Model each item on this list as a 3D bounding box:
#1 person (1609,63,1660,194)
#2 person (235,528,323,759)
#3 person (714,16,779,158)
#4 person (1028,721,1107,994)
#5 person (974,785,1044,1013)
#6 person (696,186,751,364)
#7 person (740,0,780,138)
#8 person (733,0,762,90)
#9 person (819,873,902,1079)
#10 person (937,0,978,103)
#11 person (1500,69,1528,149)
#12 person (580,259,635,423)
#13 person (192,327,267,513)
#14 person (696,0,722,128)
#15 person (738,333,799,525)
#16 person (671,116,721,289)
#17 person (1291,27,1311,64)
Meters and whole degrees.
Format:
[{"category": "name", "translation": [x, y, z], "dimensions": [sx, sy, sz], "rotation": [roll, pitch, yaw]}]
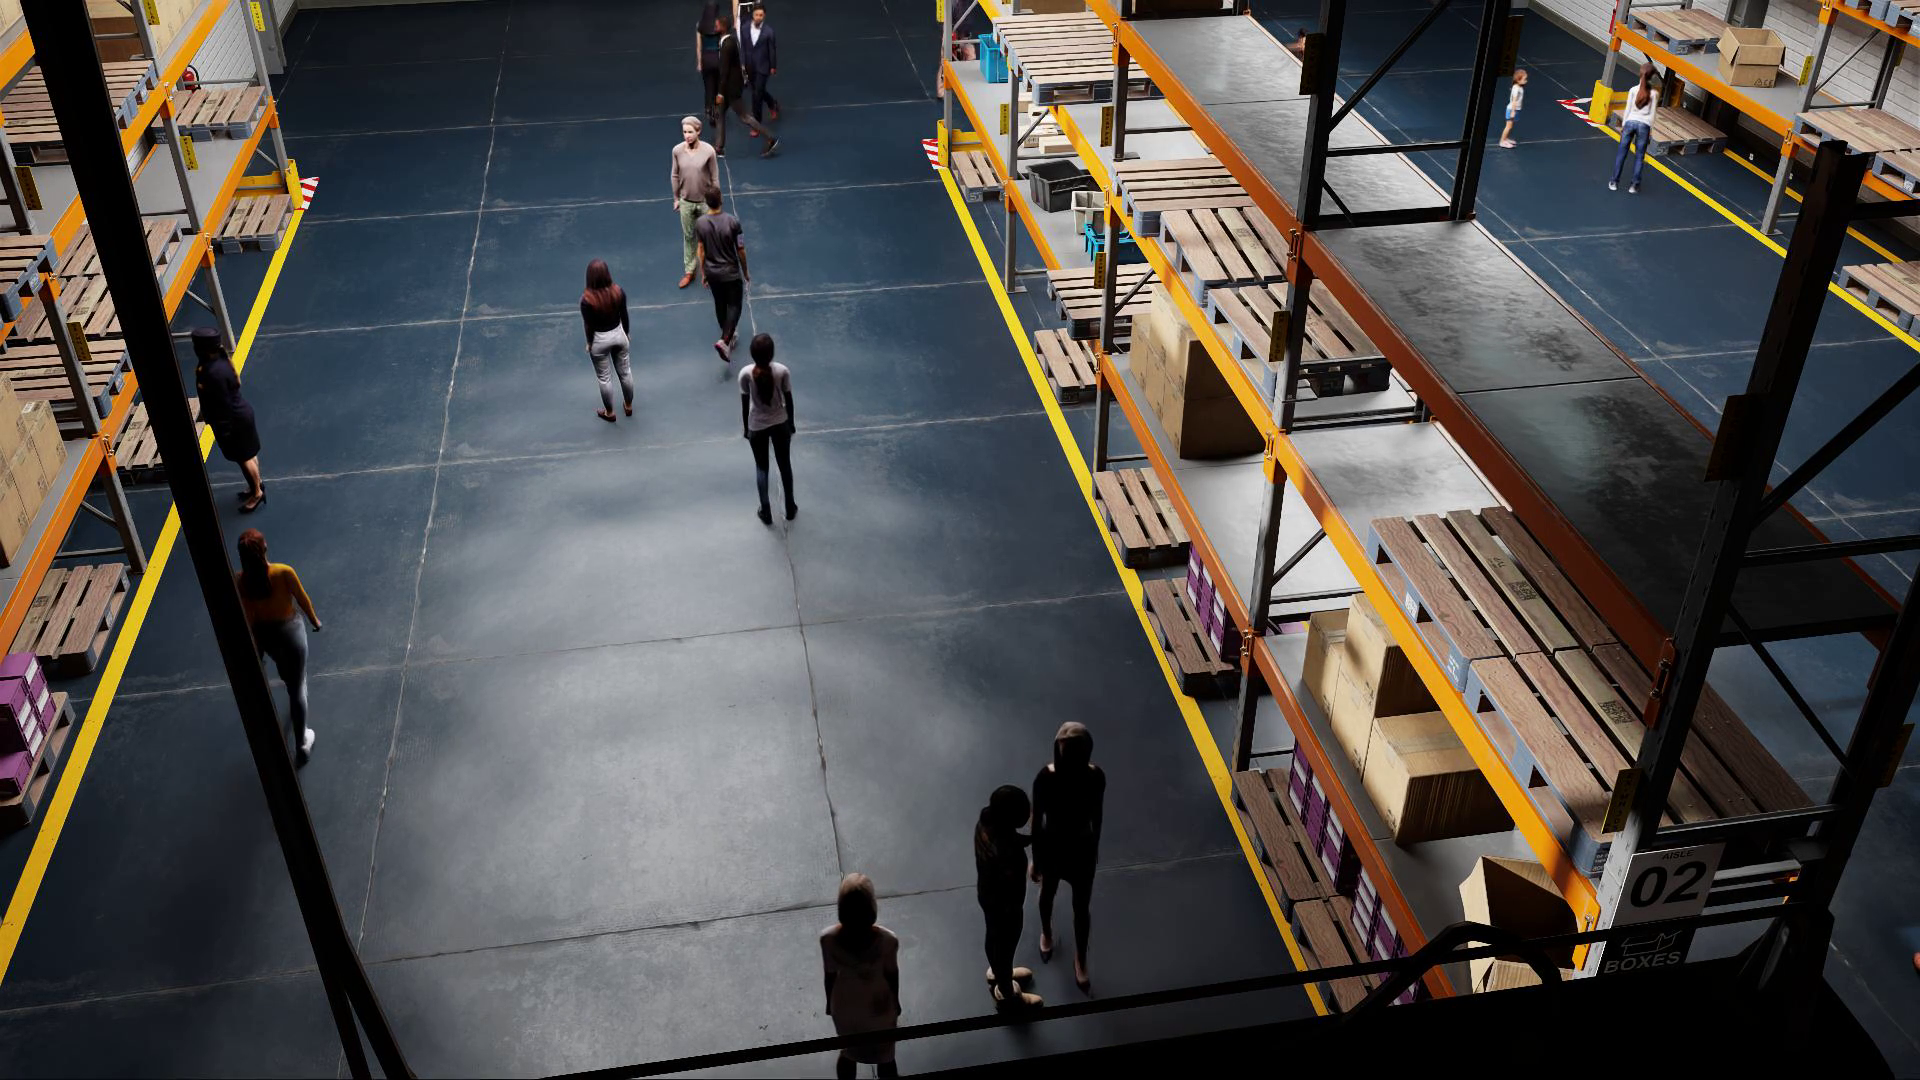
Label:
[{"category": "person", "translation": [8.179, -4.989, 20.116], "dimensions": [0.619, 1.556, 0.656], "rotation": [15, 36, 21]}, {"category": "person", "translation": [-4.635, 0.735, 11.364], "dimensions": [0.573, 1.710, 1.080], "rotation": [-5, 34, -7]}, {"category": "person", "translation": [-2.769, -5.651, 20.931], "dimensions": [0.723, 1.756, 1.120], "rotation": [-8, 34, -11]}, {"category": "person", "translation": [0.601, 1.774, 9.694], "dimensions": [0.626, 1.829, 0.756], "rotation": [-3, 34, -5]}, {"category": "person", "translation": [0.224, 2.050, 9.431], "dimensions": [0.665, 1.661, 0.601], "rotation": [8, 34, 12]}, {"category": "person", "translation": [-2.336, -2.576, 16.313], "dimensions": [0.892, 1.746, 1.118], "rotation": [7, 34, 10]}, {"category": "person", "translation": [-2.612, -6.215, 21.832], "dimensions": [0.981, 1.696, 1.169], "rotation": [13, 36, 18]}, {"category": "person", "translation": [-2.970, -7.233, 23.274], "dimensions": [0.633, 1.796, 0.584], "rotation": [-16, 37, -23]}, {"category": "person", "translation": [-0.503, 2.447, 8.754], "dimensions": [0.618, 1.748, 0.598], "rotation": [3, 34, 5]}, {"category": "person", "translation": [-0.108, -6.835, 22.672], "dimensions": [1.219, 1.800, 1.078], "rotation": [28, 42, 35]}, {"category": "person", "translation": [7.160, -5.593, 21.510], "dimensions": [0.540, 1.017, 0.465], "rotation": [15, 37, 22]}, {"category": "person", "translation": [-3.255, -1.851, 15.348], "dimensions": [0.675, 1.608, 0.673], "rotation": [-20, 39, -28]}, {"category": "person", "translation": [-6.156, -1.021, 14.042], "dimensions": [0.777, 1.671, 0.596], "rotation": [-10, 35, -15]}, {"category": "person", "translation": [-3.240, -6.161, 21.740], "dimensions": [0.727, 1.710, 0.953], "rotation": [3, 34, 5]}, {"category": "person", "translation": [-1.595, -0.938, 13.873], "dimensions": [0.591, 1.719, 0.512], "rotation": [-7, 34, -11]}, {"category": "person", "translation": [-2.803, -3.618, 17.764], "dimensions": [0.745, 1.876, 0.709], "rotation": [4, 34, 6]}, {"category": "person", "translation": [4.115, -5.357, 20.392], "dimensions": [0.786, 1.863, 0.732], "rotation": [-11, 35, -15]}]
